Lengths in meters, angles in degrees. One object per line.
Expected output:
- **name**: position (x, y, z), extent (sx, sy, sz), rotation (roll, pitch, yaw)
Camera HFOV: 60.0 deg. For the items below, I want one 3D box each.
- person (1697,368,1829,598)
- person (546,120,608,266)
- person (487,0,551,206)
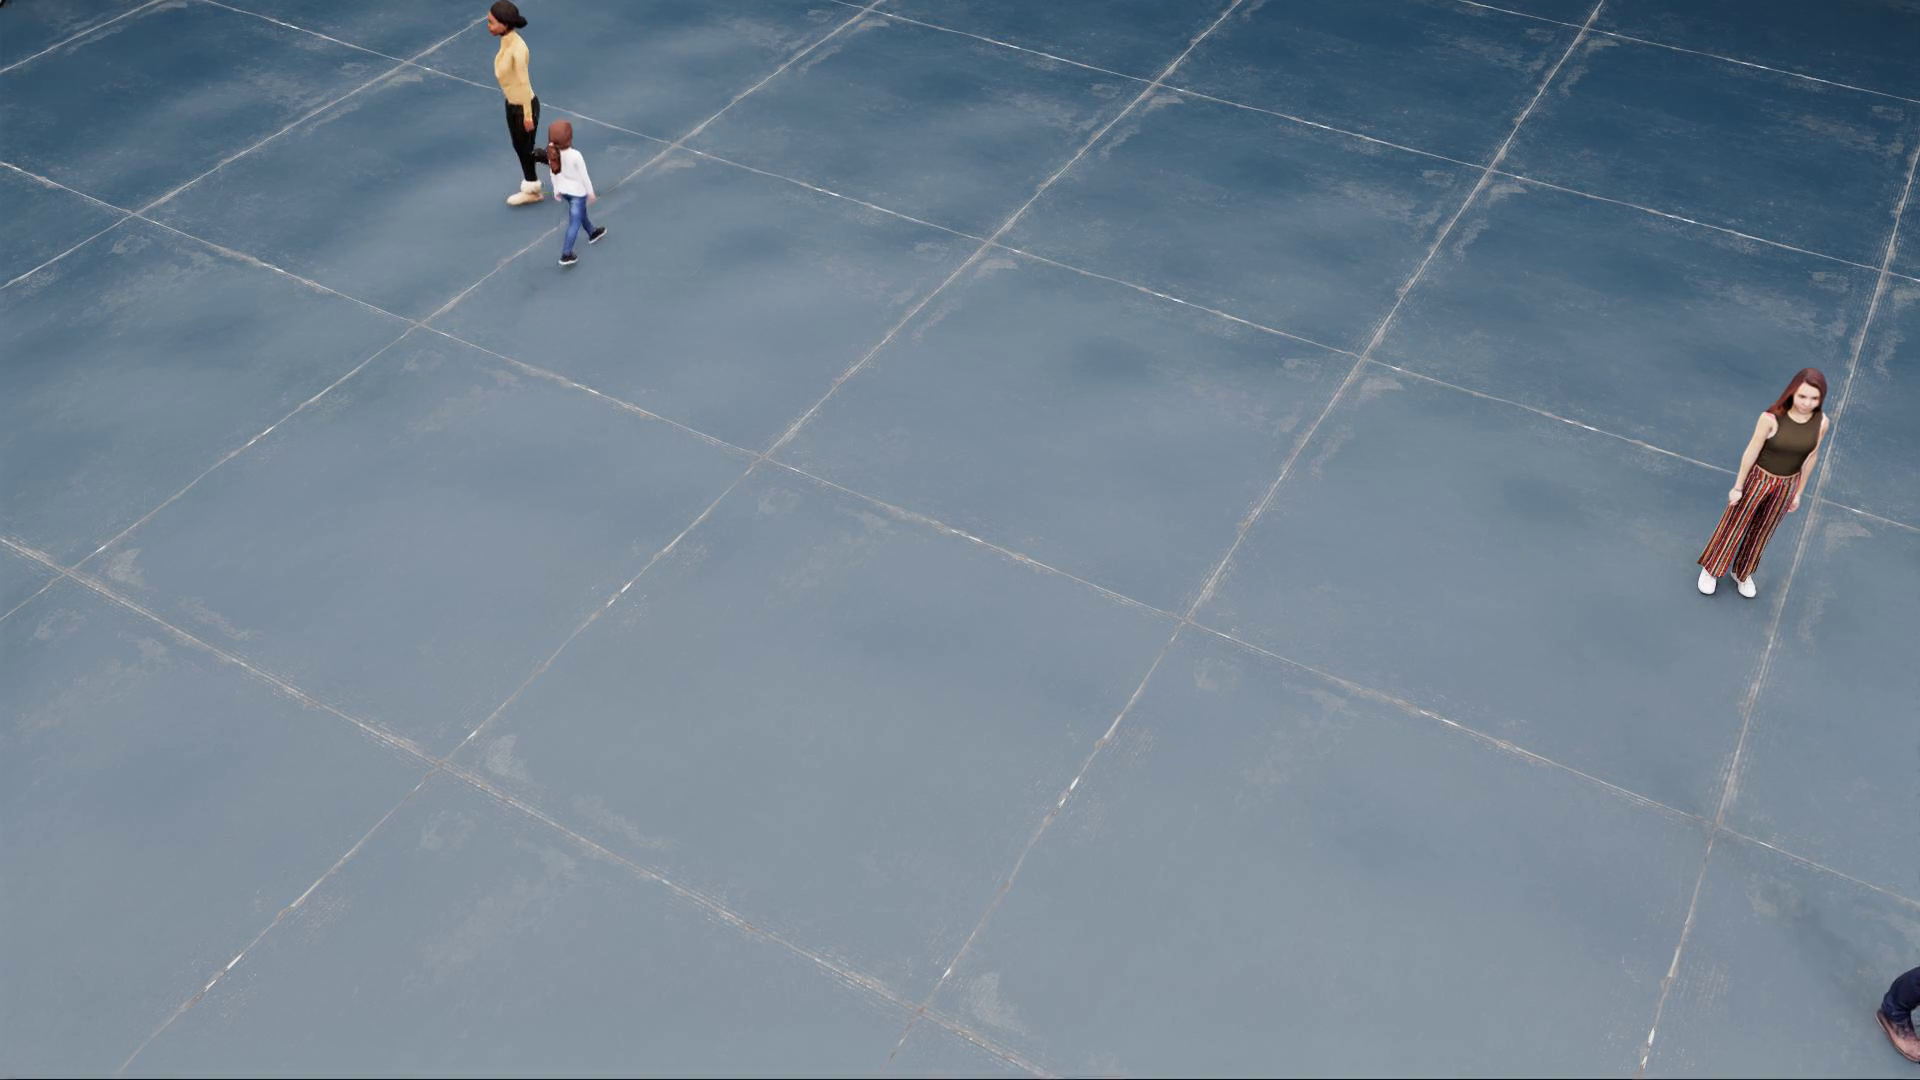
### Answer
- **person**: position (4.583, -0.333, 9.431), extent (0.620, 1.562, 0.627), rotation (6, 43, 6)
- **person**: position (-2.875, -2.547, 12.222), extent (0.438, 1.087, 0.793), rotation (20, 46, 21)
- **person**: position (-3.254, -3.305, 12.641), extent (0.967, 1.647, 0.849), rotation (-19, 46, -20)
